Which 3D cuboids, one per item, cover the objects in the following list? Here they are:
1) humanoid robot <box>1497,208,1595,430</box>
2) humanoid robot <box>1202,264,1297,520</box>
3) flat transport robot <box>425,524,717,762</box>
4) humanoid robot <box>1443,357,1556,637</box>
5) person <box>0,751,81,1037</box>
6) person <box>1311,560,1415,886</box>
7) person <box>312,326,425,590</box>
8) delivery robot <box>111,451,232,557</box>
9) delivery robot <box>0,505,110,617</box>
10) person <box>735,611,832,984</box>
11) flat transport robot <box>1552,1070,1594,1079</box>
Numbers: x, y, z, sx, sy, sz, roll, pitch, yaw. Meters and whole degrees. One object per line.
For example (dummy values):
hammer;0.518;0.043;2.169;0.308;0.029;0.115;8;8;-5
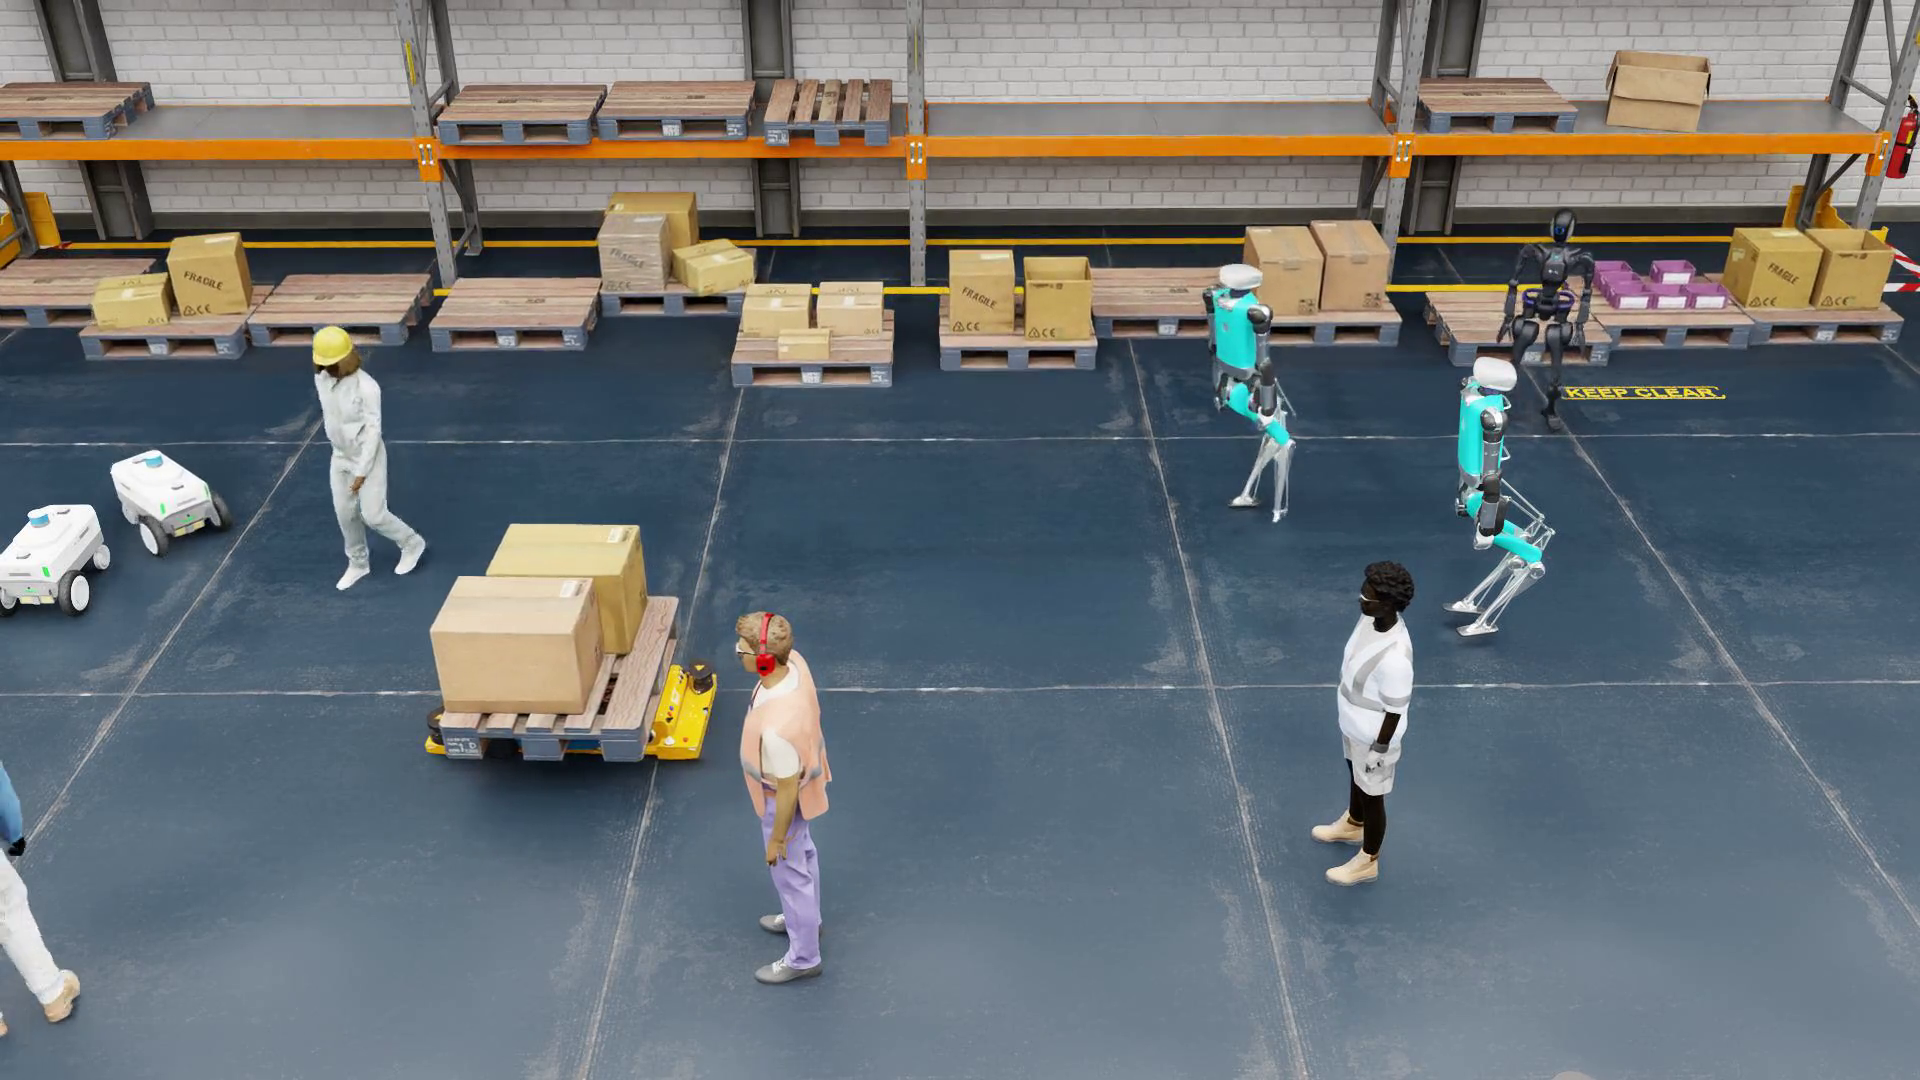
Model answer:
humanoid robot;4.085;-1.542;11.605;0.601;1.638;0.405;11;33;17
humanoid robot;1.931;-0.943;10.571;0.823;1.798;0.591;-20;36;-30
flat transport robot;-2.067;0.897;8.917;1.431;0.231;0.659;1;31;1
humanoid robot;3.056;-0.227;9.234;0.735;1.677;0.533;0;31;-1
person;-4.124;1.311;6.747;0.454;1.809;0.669;25;39;35
person;1.870;0.837;7.630;0.316;1.695;0.541;0;31;-1
person;-3.525;-0.491;9.819;0.499;1.717;0.517;14;34;23
delivery robot;-5.057;-0.266;10.596;0.804;0.614;0.499;25;39;35
delivery robot;-5.450;0.084;9.965;0.499;0.566;0.739;0;31;-1
person;-0.733;1.096;7.055;0.376;1.843;0.571;0;31;-1
flat transport robot;2.678;2.582;6.113;0.659;0.231;1.431;0;31;-1
